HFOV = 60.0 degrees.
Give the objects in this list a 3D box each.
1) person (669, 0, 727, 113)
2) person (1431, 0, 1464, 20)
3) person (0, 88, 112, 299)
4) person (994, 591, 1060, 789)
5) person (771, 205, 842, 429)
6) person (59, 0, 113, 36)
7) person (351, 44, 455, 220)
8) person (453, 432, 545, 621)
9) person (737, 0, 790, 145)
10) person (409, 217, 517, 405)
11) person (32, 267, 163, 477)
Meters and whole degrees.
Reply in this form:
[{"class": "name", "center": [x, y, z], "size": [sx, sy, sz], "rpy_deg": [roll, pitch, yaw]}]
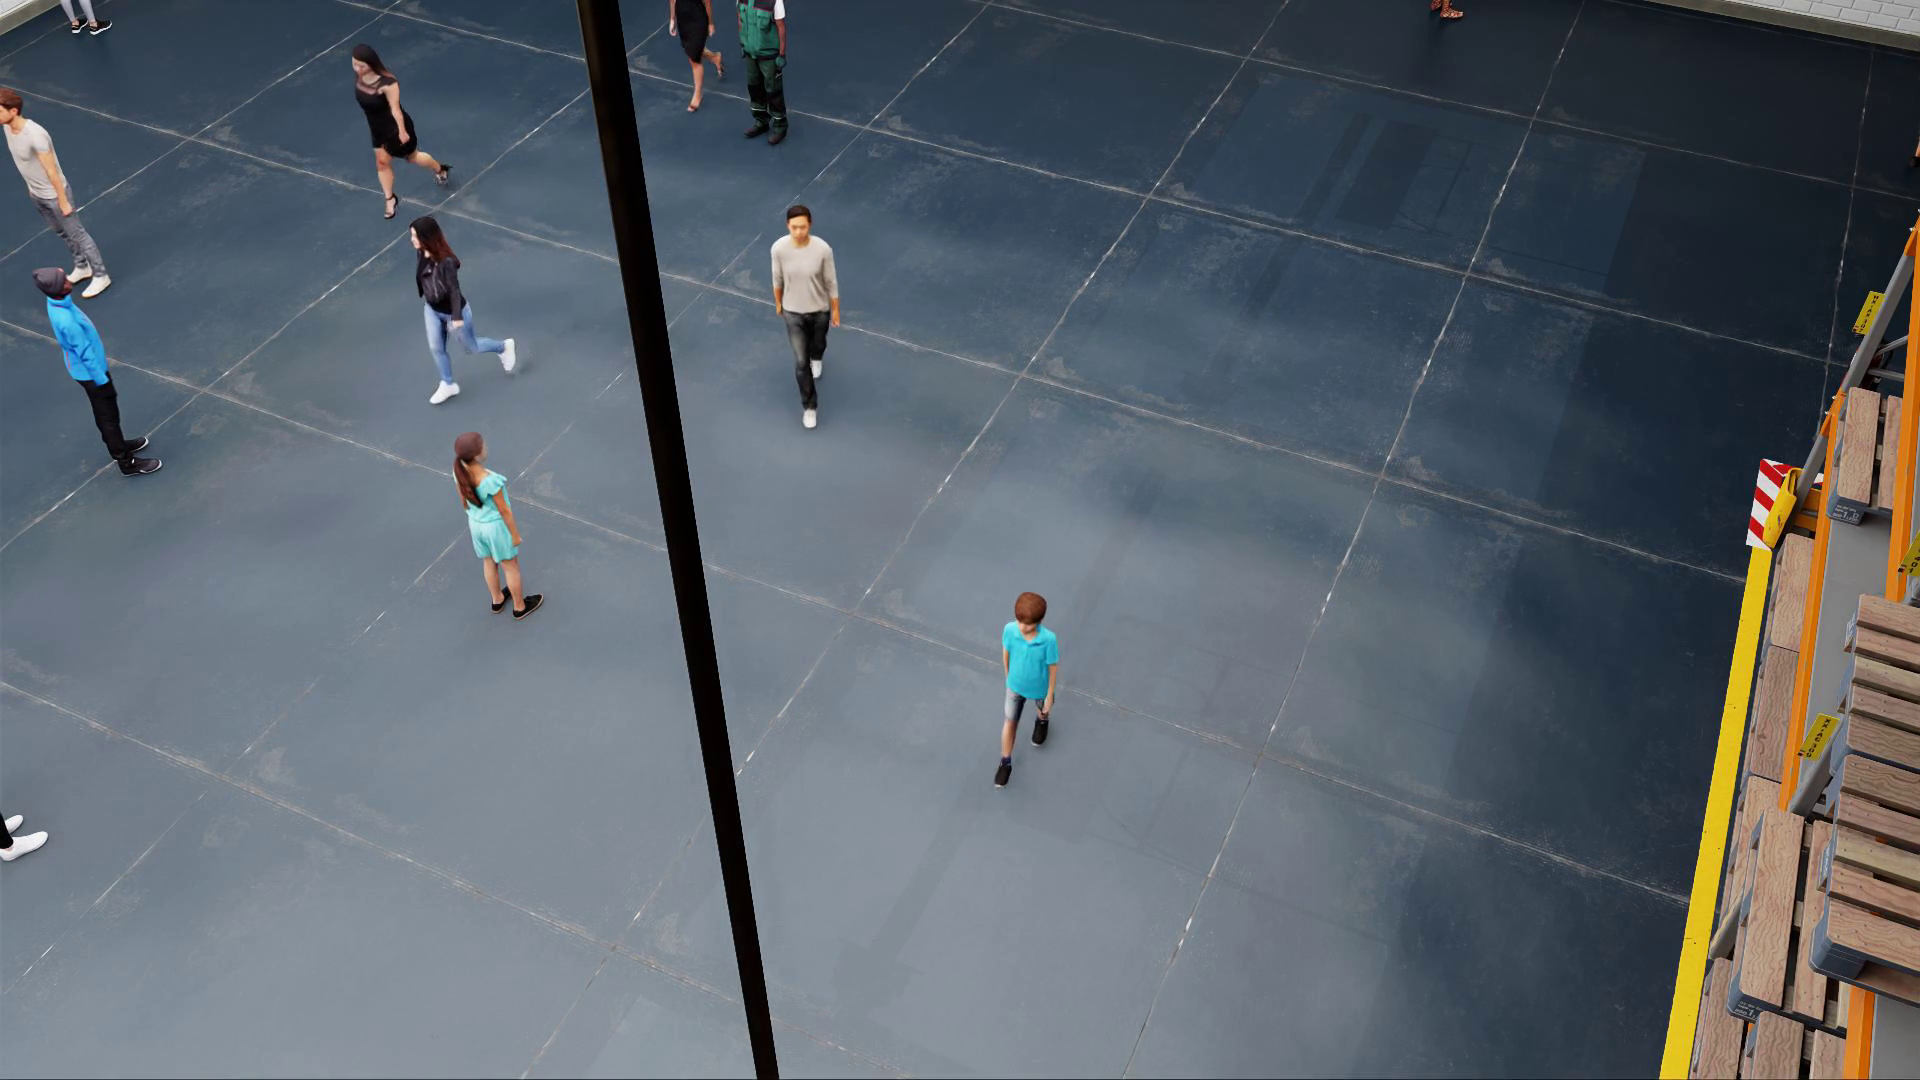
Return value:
[{"class": "person", "center": [-2.591, -5.132, 16.391], "size": [0.652, 1.723, 1.007], "rpy_deg": [22, 48, 21]}, {"class": "person", "center": [5.318, -6.441, 17.769], "size": [0.731, 1.719, 0.656], "rpy_deg": [-11, 45, -11]}, {"class": "person", "center": [-7.635, -2.936, 13.962], "size": [0.672, 1.895, 0.586], "rpy_deg": [23, 48, 22]}, {"class": "person", "center": [0.469, 0.826, 10.364], "size": [0.626, 1.410, 0.959], "rpy_deg": [11, 45, 11]}, {"class": "person", "center": [-1.179, -1.850, 12.907], "size": [1.024, 1.778, 1.270], "rpy_deg": [-2, 44, -2]}, {"class": "person", "center": [-9.482, -6.173, 17.483], "size": [0.600, 1.726, 0.582], "rpy_deg": [9, 44, 9]}, {"class": "person", "center": [-5.056, -3.728, 14.958], "size": [0.771, 1.669, 1.072], "rpy_deg": [27, 50, 26]}, {"class": "person", "center": [-3.165, -0.101, 11.230], "size": [0.536, 1.558, 0.504], "rpy_deg": [18, 46, 18]}, {"class": "person", "center": [-1.873, -4.660, 15.812], "size": [0.714, 1.838, 0.643], "rpy_deg": [24, 49, 23]}, {"class": "person", "center": [-3.937, -1.822, 12.998], "size": [0.807, 1.611, 1.076], "rpy_deg": [31, 51, 28]}, {"class": "person", "center": [-6.425, -1.245, 12.262], "size": [0.695, 1.792, 0.694], "rpy_deg": [-28, 50, -26]}]
